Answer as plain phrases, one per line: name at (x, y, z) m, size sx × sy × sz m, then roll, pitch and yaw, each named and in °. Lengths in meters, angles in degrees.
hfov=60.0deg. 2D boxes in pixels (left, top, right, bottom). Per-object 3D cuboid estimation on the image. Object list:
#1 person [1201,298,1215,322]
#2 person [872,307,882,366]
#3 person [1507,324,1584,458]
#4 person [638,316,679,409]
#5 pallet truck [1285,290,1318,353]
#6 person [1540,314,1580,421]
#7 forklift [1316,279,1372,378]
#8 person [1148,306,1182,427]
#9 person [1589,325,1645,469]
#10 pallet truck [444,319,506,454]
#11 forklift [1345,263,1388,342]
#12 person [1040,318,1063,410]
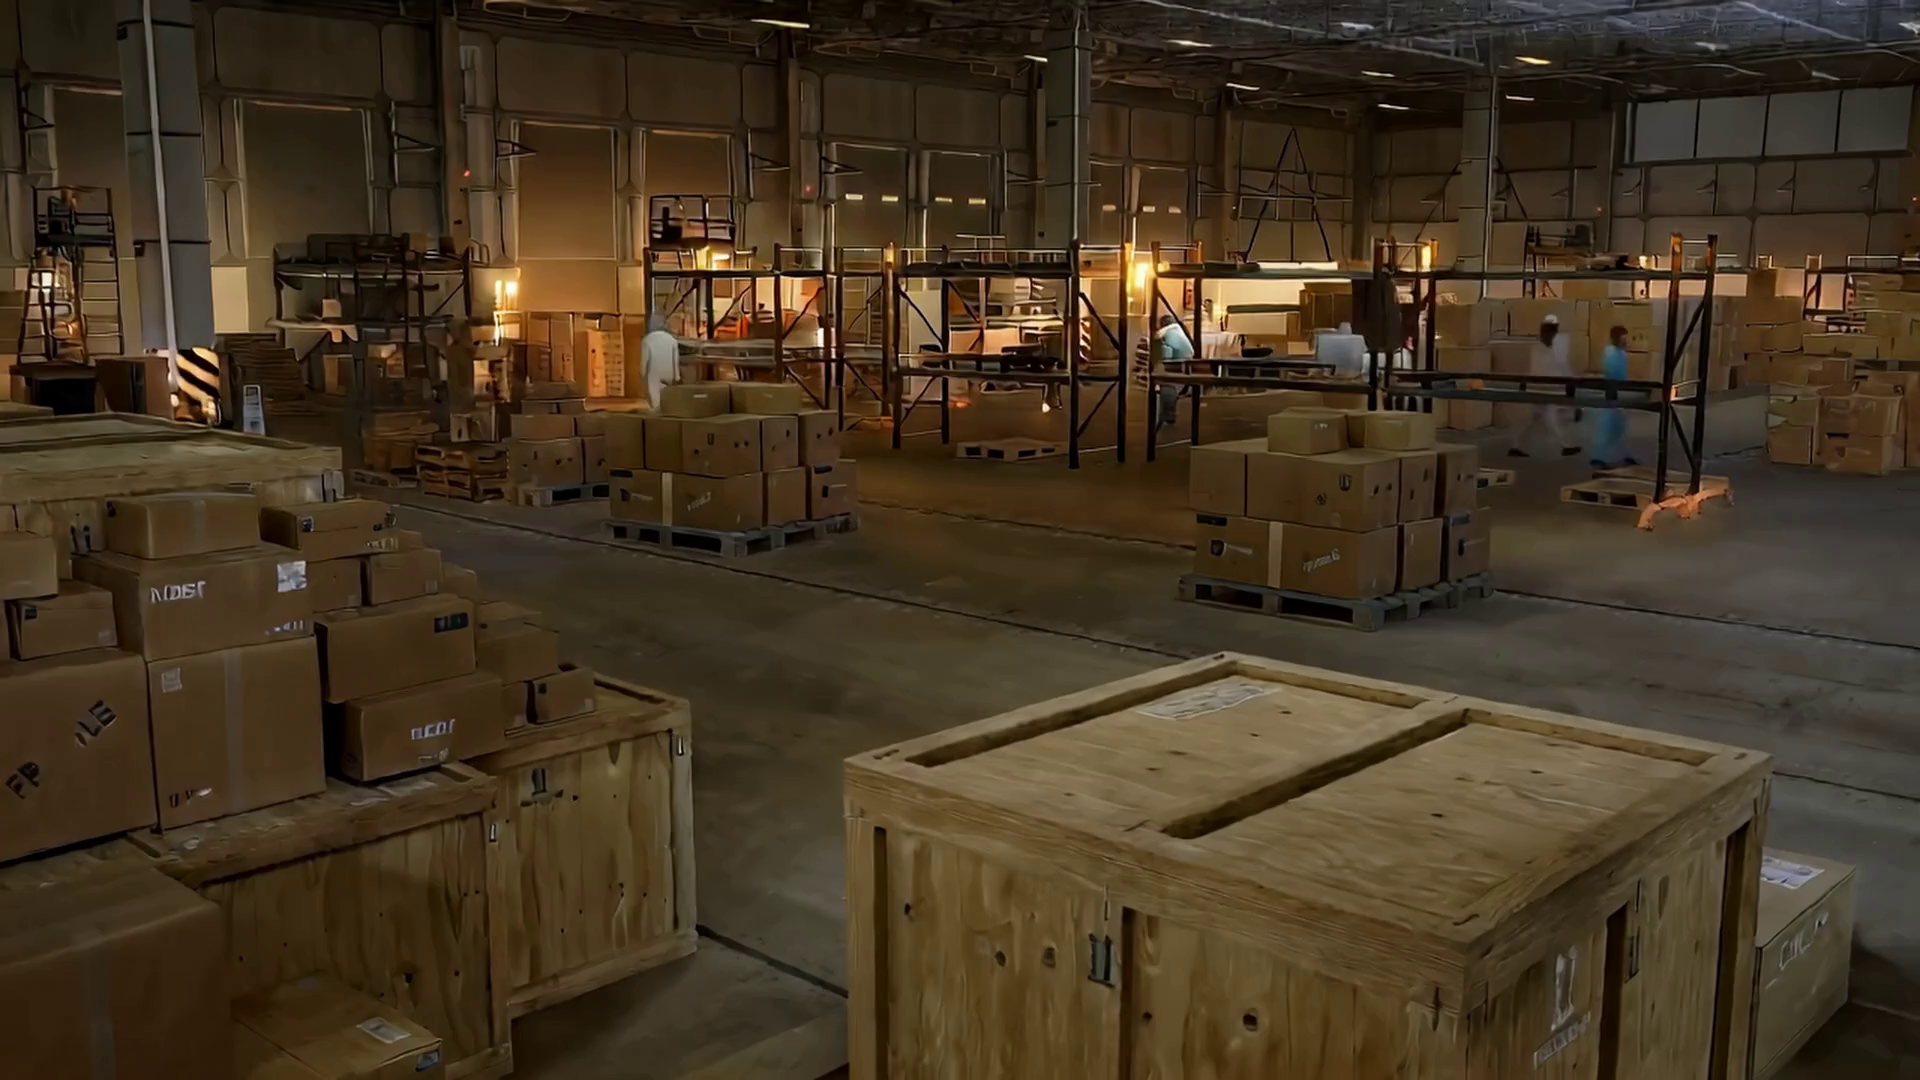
person at (6.150, -5.052, 41.408) m, size 0.373 × 1.933 × 0.552 m, roll 4°, pitch 10°, yaw 21°
person at (-2.183, -5.394, 44.441) m, size 0.313 × 1.633 × 0.517 m, roll -1°, pitch 9°, yaw -6°
person at (8.201, -2.067, 23.253) m, size 1.046 × 1.877 × 0.648 m, roll 6°, pitch 11°, yaw 34°
person at (-4.851, -2.598, 26.470) m, size 0.642 × 1.903 × 0.856 m, roll -8°, pitch 12°, yaw -42°
pallet truck at (11.297, -6.951, 52.861) m, size 1.885 × 1.965 × 0.823 m, roll -5°, pitch 11°, yaw -29°
person at (10.394, -2.966, 28.779) m, size 0.673 × 1.878 × 0.696 m, roll -5°, pitch 10°, yaw -27°
forklift at (9.657, -5.290, 39.979) m, size 1.873 × 2.768 × 1.129 m, roll -1°, pitch 9°, yaw -7°
person at (3.452, -2.939, 28.134) m, size 0.537 × 2.000 × 0.682 m, roll -2°, pitch 9°, yaw -13°
person at (8.732, -1.865, 21.919) m, size 0.801 × 1.914 × 0.655 m, roll 7°, pitch 12°, yaw 36°
pallet truck at (-6.981, -1.942, 22.150) m, size 1.885 × 1.965 × 0.823 m, roll 1°, pitch 9°, yaw 9°
forklift at (11.973, -6.468, 47.199) m, size 1.873 × 2.768 × 1.129 m, roll 4°, pitch 10°, yaw 24°
person at (1.741, -3.323, 31.426) m, size 0.485 × 1.736 × 0.321 m, roll -5°, pitch 11°, yaw -29°
